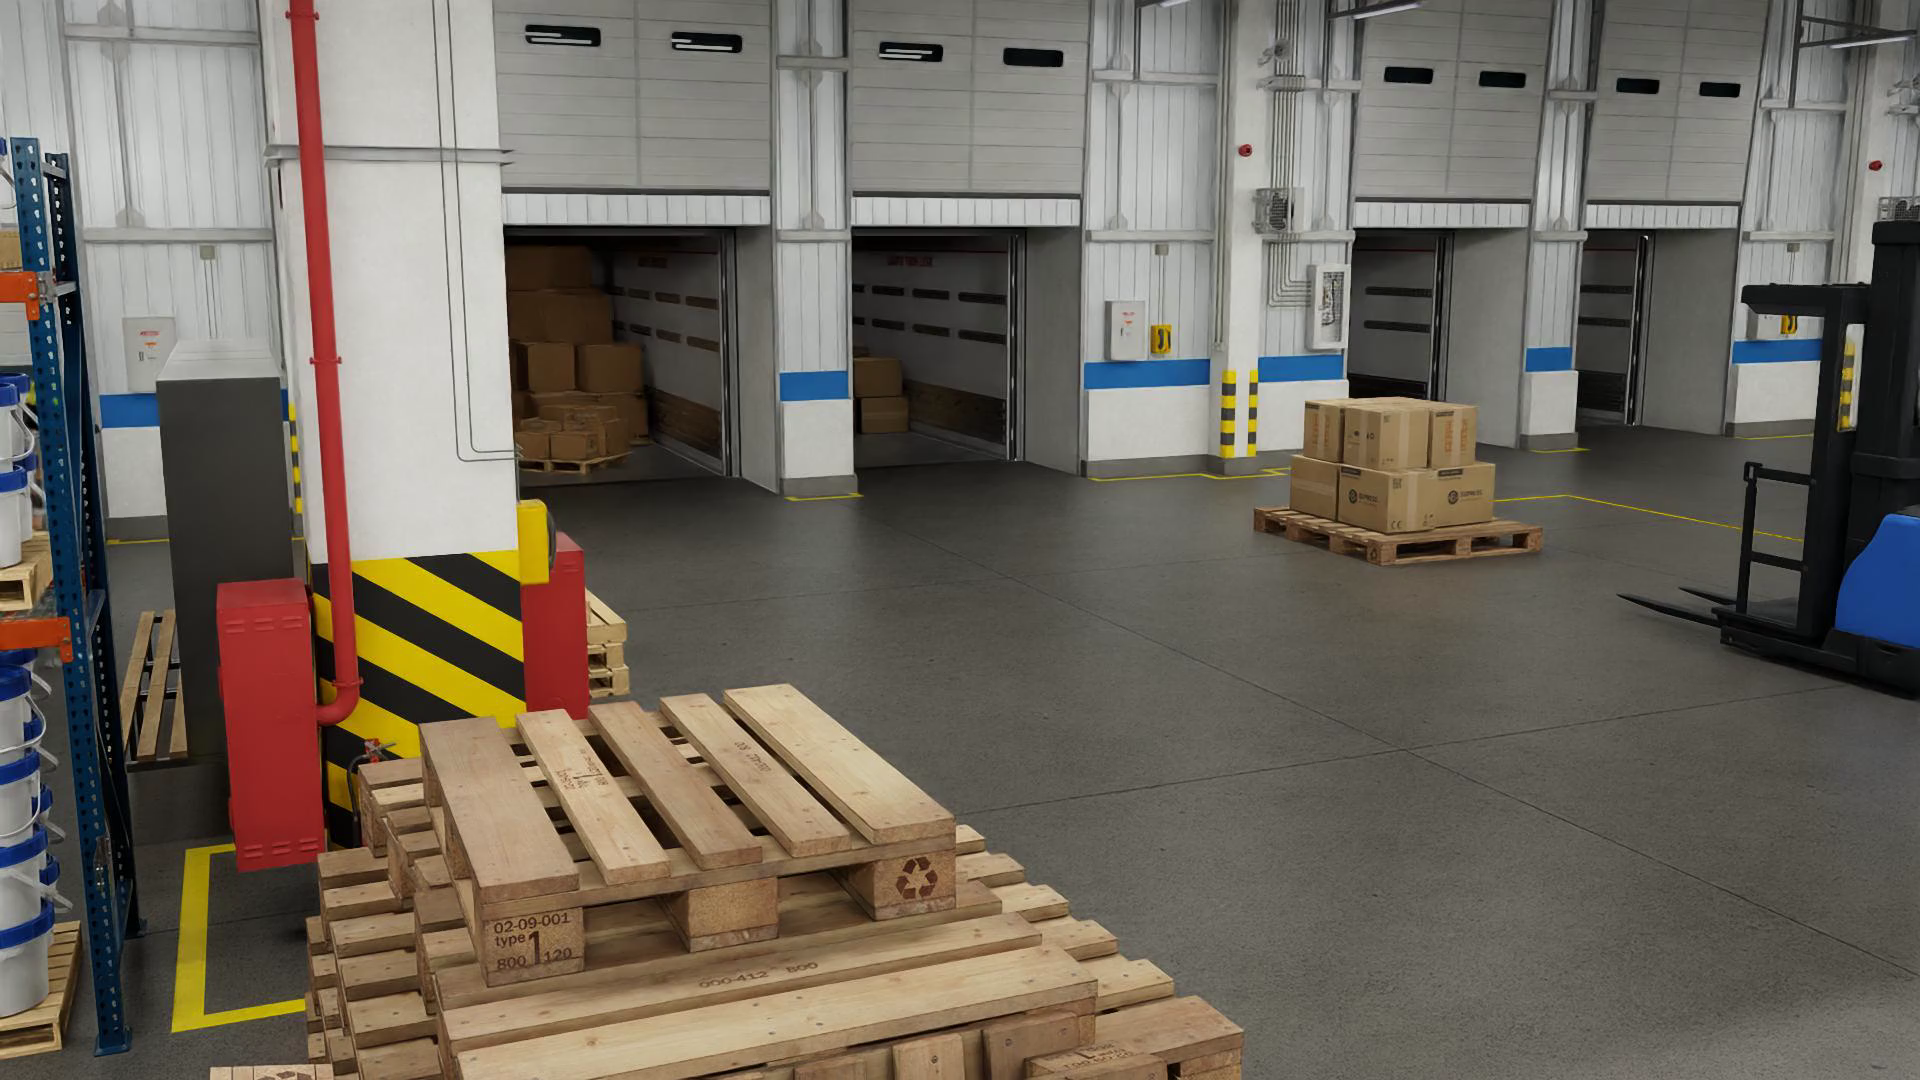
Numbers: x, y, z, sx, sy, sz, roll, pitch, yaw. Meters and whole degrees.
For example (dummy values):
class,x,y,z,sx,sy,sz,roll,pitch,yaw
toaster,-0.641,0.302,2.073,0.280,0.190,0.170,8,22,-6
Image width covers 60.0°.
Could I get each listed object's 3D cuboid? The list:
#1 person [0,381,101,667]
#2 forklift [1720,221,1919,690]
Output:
class,x,y,z,sx,sy,sz,roll,pitch,yaw
person,-5.881,-0.053,10.315,0.599,1.871,0.892,9,14,41
forklift,5.951,-0.550,10.218,1.129,2.768,1.873,-4,11,-23
